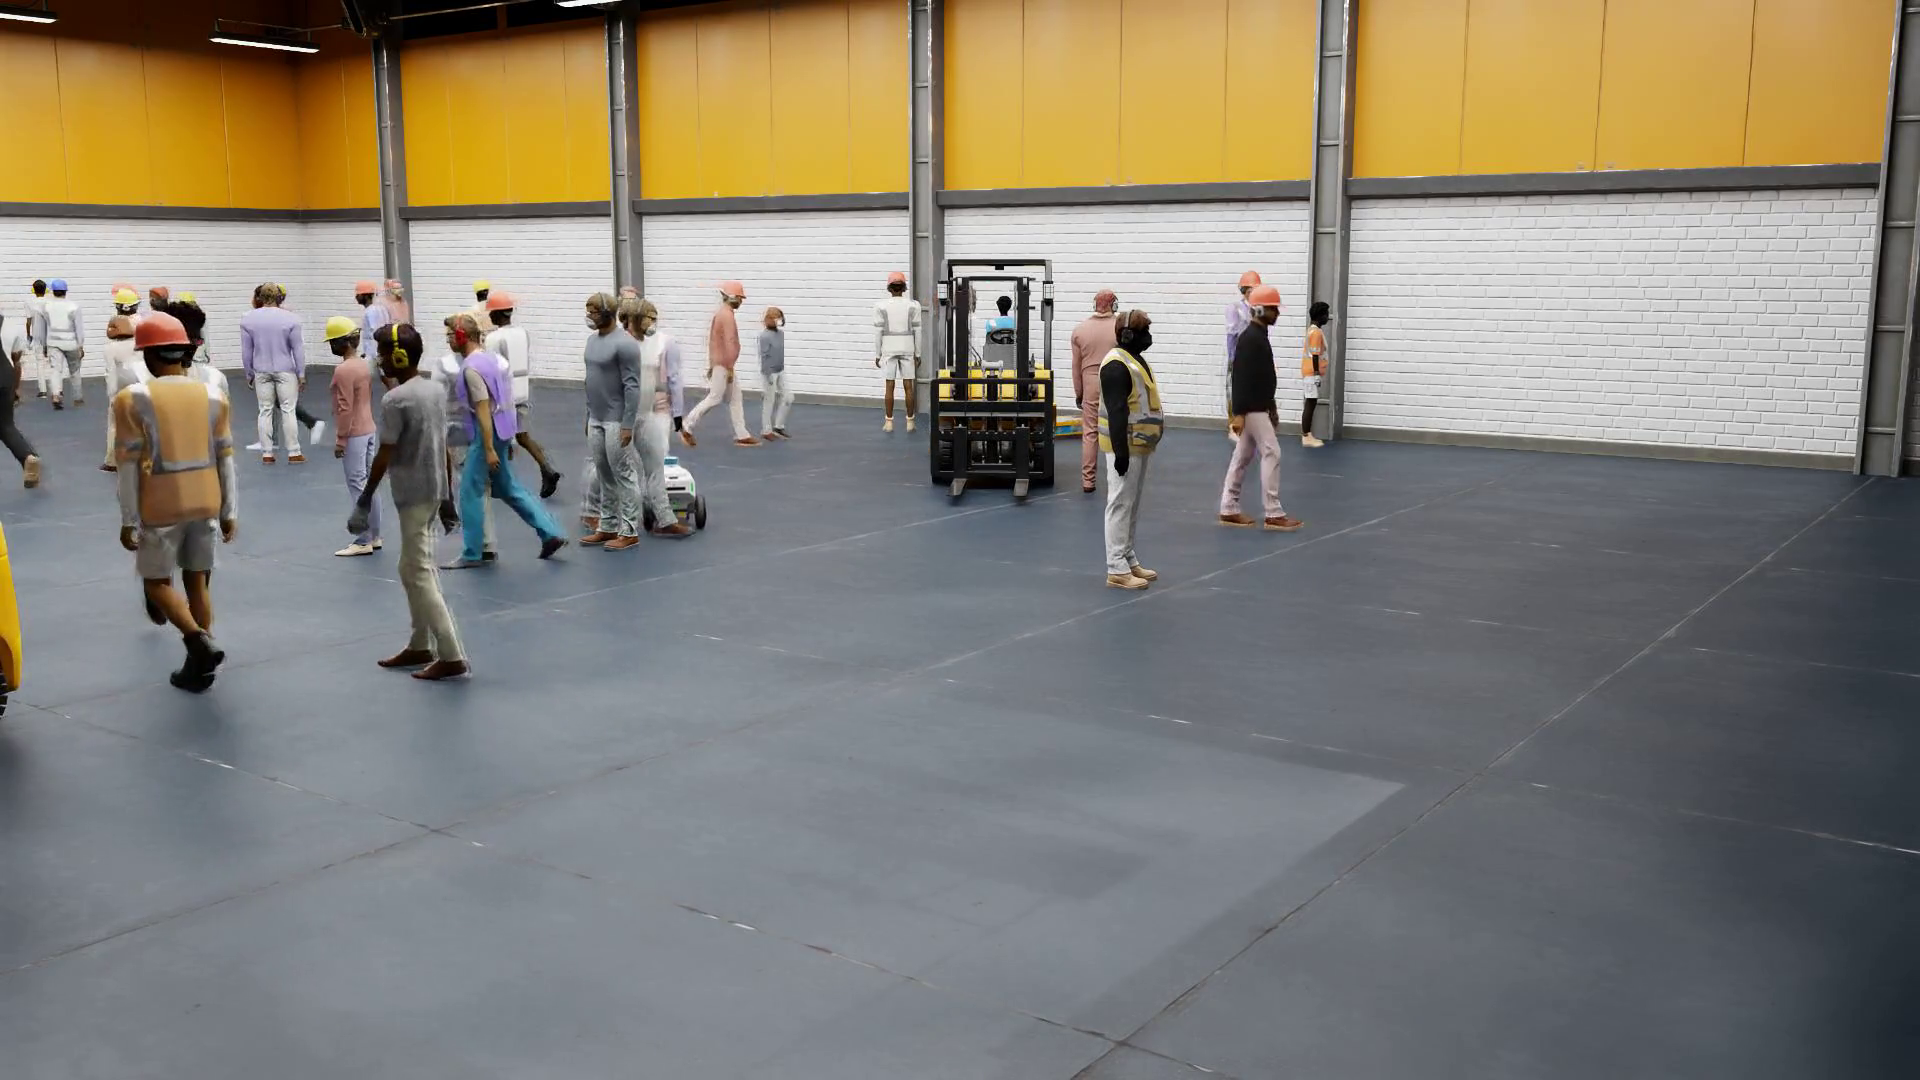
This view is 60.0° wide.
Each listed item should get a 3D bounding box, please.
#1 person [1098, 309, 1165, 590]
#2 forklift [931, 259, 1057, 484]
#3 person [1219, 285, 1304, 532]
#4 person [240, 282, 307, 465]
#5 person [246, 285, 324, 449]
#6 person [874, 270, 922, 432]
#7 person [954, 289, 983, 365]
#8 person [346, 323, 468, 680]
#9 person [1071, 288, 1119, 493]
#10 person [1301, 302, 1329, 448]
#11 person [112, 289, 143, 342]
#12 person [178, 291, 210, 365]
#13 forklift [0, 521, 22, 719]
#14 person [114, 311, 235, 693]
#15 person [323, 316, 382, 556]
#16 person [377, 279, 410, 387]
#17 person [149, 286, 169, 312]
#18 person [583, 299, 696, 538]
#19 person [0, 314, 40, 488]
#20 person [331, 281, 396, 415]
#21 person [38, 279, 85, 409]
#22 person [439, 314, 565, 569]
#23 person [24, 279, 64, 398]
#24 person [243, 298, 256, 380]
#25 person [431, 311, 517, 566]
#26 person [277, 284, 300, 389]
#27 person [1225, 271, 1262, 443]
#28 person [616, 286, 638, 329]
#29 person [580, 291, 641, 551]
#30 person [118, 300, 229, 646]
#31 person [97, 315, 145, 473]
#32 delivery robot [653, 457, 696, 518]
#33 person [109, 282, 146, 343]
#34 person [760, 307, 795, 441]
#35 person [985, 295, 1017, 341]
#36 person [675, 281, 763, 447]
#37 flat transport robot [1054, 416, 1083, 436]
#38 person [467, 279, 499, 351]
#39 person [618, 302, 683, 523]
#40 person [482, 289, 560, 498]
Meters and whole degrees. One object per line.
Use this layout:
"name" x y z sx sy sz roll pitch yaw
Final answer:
"person" 1.139 -0.605 11.063 0.429 1.844 0.625 3 10 18
"forklift" 0.370 -1.738 16.759 1.214 2.155 2.313 1 10 3
"person" 2.468 -1.049 13.329 0.835 1.960 0.657 3 10 16
"person" -7.248 -1.752 17.601 0.635 1.937 0.353 -1 10 -6
"person" -7.801 -1.976 19.093 0.771 1.894 0.593 -1 10 -5
"person" -0.785 -2.377 21.010 0.608 2.046 0.368 -1 10 -6
"person" 0.040 -1.874 18.534 0.469 1.868 0.616 -6 11 -33
"person" -2.812 -0.178 8.532 0.591 1.838 0.530 2 10 10
"person" 1.361 -1.380 15.475 0.643 1.910 0.411 3 10 20
"person" 4.130 -1.923 19.361 0.317 1.693 0.534 2 10 11
"person" -9.697 -2.019 19.503 0.404 1.835 0.588 -3 10 -18
"person" -10.704 -2.586 23.150 0.492 1.741 0.312 -5 11 -26
"forklift" -5.296 -0.090 6.943 1.214 2.155 2.313 7 12 35
"person" -3.815 -0.158 8.181 0.598 1.917 0.559 8 13 41
"person" -4.473 -0.761 12.234 0.321 1.761 0.522 0 10 -1
"person" -8.623 -3.056 25.517 0.434 1.888 0.648 4 10 24
"person" -9.351 -2.066 19.671 0.589 1.871 0.553 7 12 37
"person" -2.579 -0.948 13.049 1.069 1.873 0.649 6 11 34
"person" -9.020 -1.441 15.447 0.808 2.000 0.687 5 11 28
"person" -7.911 -2.504 22.209 0.965 1.885 0.560 -2 10 -10
"person" -13.188 -2.873 24.407 0.624 1.911 0.984 -2 10 -13
"person" -3.246 -0.695 11.753 0.829 1.804 0.599 -2 10 -10
"person" -14.520 -3.189 26.366 0.532 1.868 0.310 -8 12 -38
"person" -11.347 -3.151 26.949 0.520 1.600 0.779 -5 11 -28
"person" -3.540 -0.733 11.941 0.618 1.788 0.757 -9 13 -43
"person" -11.378 -3.395 27.901 0.525 1.769 0.308 3 10 15
"person" 3.439 -2.182 19.852 0.605 2.044 0.375 -7 12 -36
"person" -3.809 -1.970 19.089 0.654 1.884 0.706 -3 10 -18
"person" -2.615 -0.884 12.449 0.372 1.935 0.627 -9 13 -41
"person" -4.439 -0.375 9.381 0.639 1.948 0.672 -9 13 -44
"person" -8.459 -1.461 16.831 0.770 1.605 0.498 6 11 32
"delivery robot" -2.355 -0.435 13.591 0.477 0.478 0.707 -2 10 -13
"person" -10.102 -2.201 20.371 0.548 1.912 0.830 3 10 19
"person" -2.205 -1.980 19.910 0.438 1.615 0.516 5 11 26
"person" 0.597 -2.439 22.411 0.535 1.697 0.318 -2 10 -11
"person" -2.836 -2.040 19.338 0.969 1.945 0.643 -2 10 -13
"flat transport robot" 1.001 -1.370 20.282 1.431 0.197 0.652 -7 12 -36
"person" -6.729 -2.775 23.778 0.606 1.907 0.495 -8 12 -40
"person" -2.617 -1.048 13.766 0.645 1.820 0.441 2 10 12
"person" -4.042 -1.307 15.050 0.826 1.911 0.551 6 11 31
